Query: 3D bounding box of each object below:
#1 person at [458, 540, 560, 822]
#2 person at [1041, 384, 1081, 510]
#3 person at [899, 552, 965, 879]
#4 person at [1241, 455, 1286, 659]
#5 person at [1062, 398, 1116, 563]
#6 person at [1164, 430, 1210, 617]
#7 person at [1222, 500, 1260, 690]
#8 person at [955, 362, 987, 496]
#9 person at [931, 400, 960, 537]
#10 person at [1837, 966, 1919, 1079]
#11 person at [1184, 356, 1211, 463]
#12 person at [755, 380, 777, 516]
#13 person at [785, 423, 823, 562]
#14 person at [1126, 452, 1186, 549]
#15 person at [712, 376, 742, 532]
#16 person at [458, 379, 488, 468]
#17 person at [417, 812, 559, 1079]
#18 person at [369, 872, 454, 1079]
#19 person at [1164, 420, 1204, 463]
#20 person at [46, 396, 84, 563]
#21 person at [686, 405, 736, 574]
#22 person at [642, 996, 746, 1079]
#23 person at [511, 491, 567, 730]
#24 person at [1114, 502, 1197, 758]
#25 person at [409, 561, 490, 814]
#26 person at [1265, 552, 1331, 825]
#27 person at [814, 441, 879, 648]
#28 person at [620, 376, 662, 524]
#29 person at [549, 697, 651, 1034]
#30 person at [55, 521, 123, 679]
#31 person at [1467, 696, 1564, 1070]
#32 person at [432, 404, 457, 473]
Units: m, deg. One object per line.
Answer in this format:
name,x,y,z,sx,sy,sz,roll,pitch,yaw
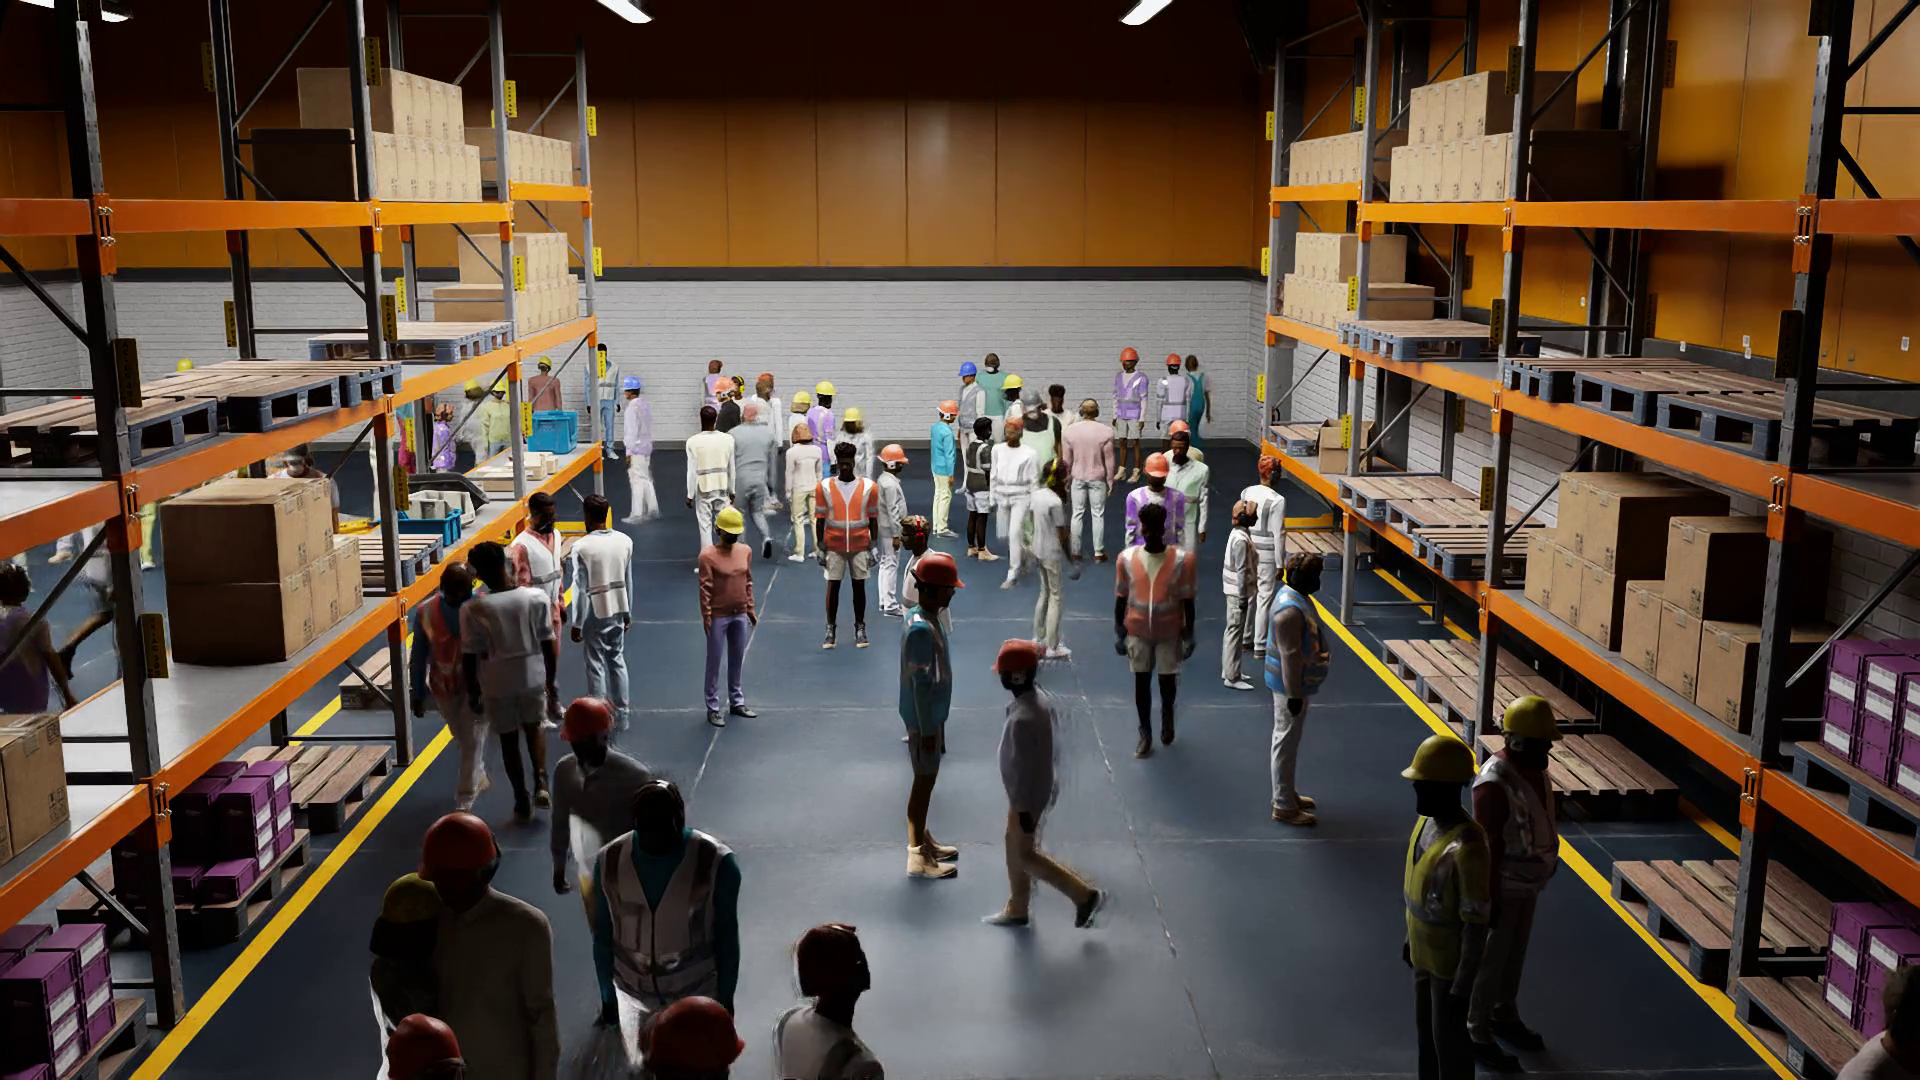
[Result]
person,-3.026,0.944,11.152,0.626,1.935,0.427,-5,12,-24
person,1.217,-1.035,21.073,0.618,1.938,0.573,0,11,-2
person,-0.173,1.071,10.297,0.405,2.032,0.611,1,11,3
person,2.783,0.156,15.280,0.350,1.878,0.568,-6,13,-29
person,1.497,-0.689,19.343,0.630,1.940,0.372,3,12,14
person,2.221,-0.166,16.809,0.590,1.909,0.385,4,12,18
person,2.415,0.461,14.330,0.311,1.638,0.523,1,11,6
person,0.149,-1.593,23.883,0.416,1.939,0.605,-7,13,-31
person,-0.174,-0.896,20.888,0.354,1.737,0.577,-4,12,-19
person,2.765,2.172,5.001,0.354,1.936,0.635,11,15,43
person,3.685,-2.043,26.525,0.513,1.782,0.975,-5,12,-23
person,-2.680,-1.239,22.462,0.349,1.804,0.641,-3,12,-15
person,-1.824,-0.561,19.491,0.507,1.625,0.284,-9,15,-39
person,1.789,0.148,15.188,0.549,1.927,0.393,0,11,-2
person,-2.957,-1.090,21.210,0.375,1.996,0.611,1,11,6
person,-6.951,-1.487,24.003,0.486,1.675,0.974,4,12,17
person,-1.761,1.934,6.082,0.618,1.986,0.408,3,12,14
person,-1.973,2.055,6.110,0.321,1.736,0.489,-8,14,-33
person,2.483,-0.487,18.829,0.567,1.741,0.354,-6,13,-28
person,-10.337,-0.721,19.250,0.681,2.000,0.536,3,12,13
person,-2.792,-0.553,18.711,0.598,1.917,0.375,-7,13,-33
person,-0.778,2.229,4.713,0.628,1.934,1.058,7,13,32
person,-3.325,0.554,13.201,0.409,1.909,0.593,3,12,16
person,1.454,0.674,12.459,0.634,1.952,0.423,3,12,17
person,-3.355,1.009,11.262,0.659,1.784,0.960,0,11,-1
person,2.274,0.981,11.228,0.430,1.839,0.619,3,12,13
person,-1.055,0.043,15.606,0.608,1.965,0.369,-1,11,-6
person,-4.212,-1.169,21.764,0.484,1.934,0.667,2,11,11
person,-1.773,1.610,8.294,0.608,1.740,0.447,5,12,25
person,-7.456,0.319,14.370,0.581,1.911,0.753,11,15,43
person,2.666,1.627,8.024,0.403,1.823,0.596,10,15,40
person,-6.620,-0.942,21.394,0.313,1.631,0.523,-5,12,-24
